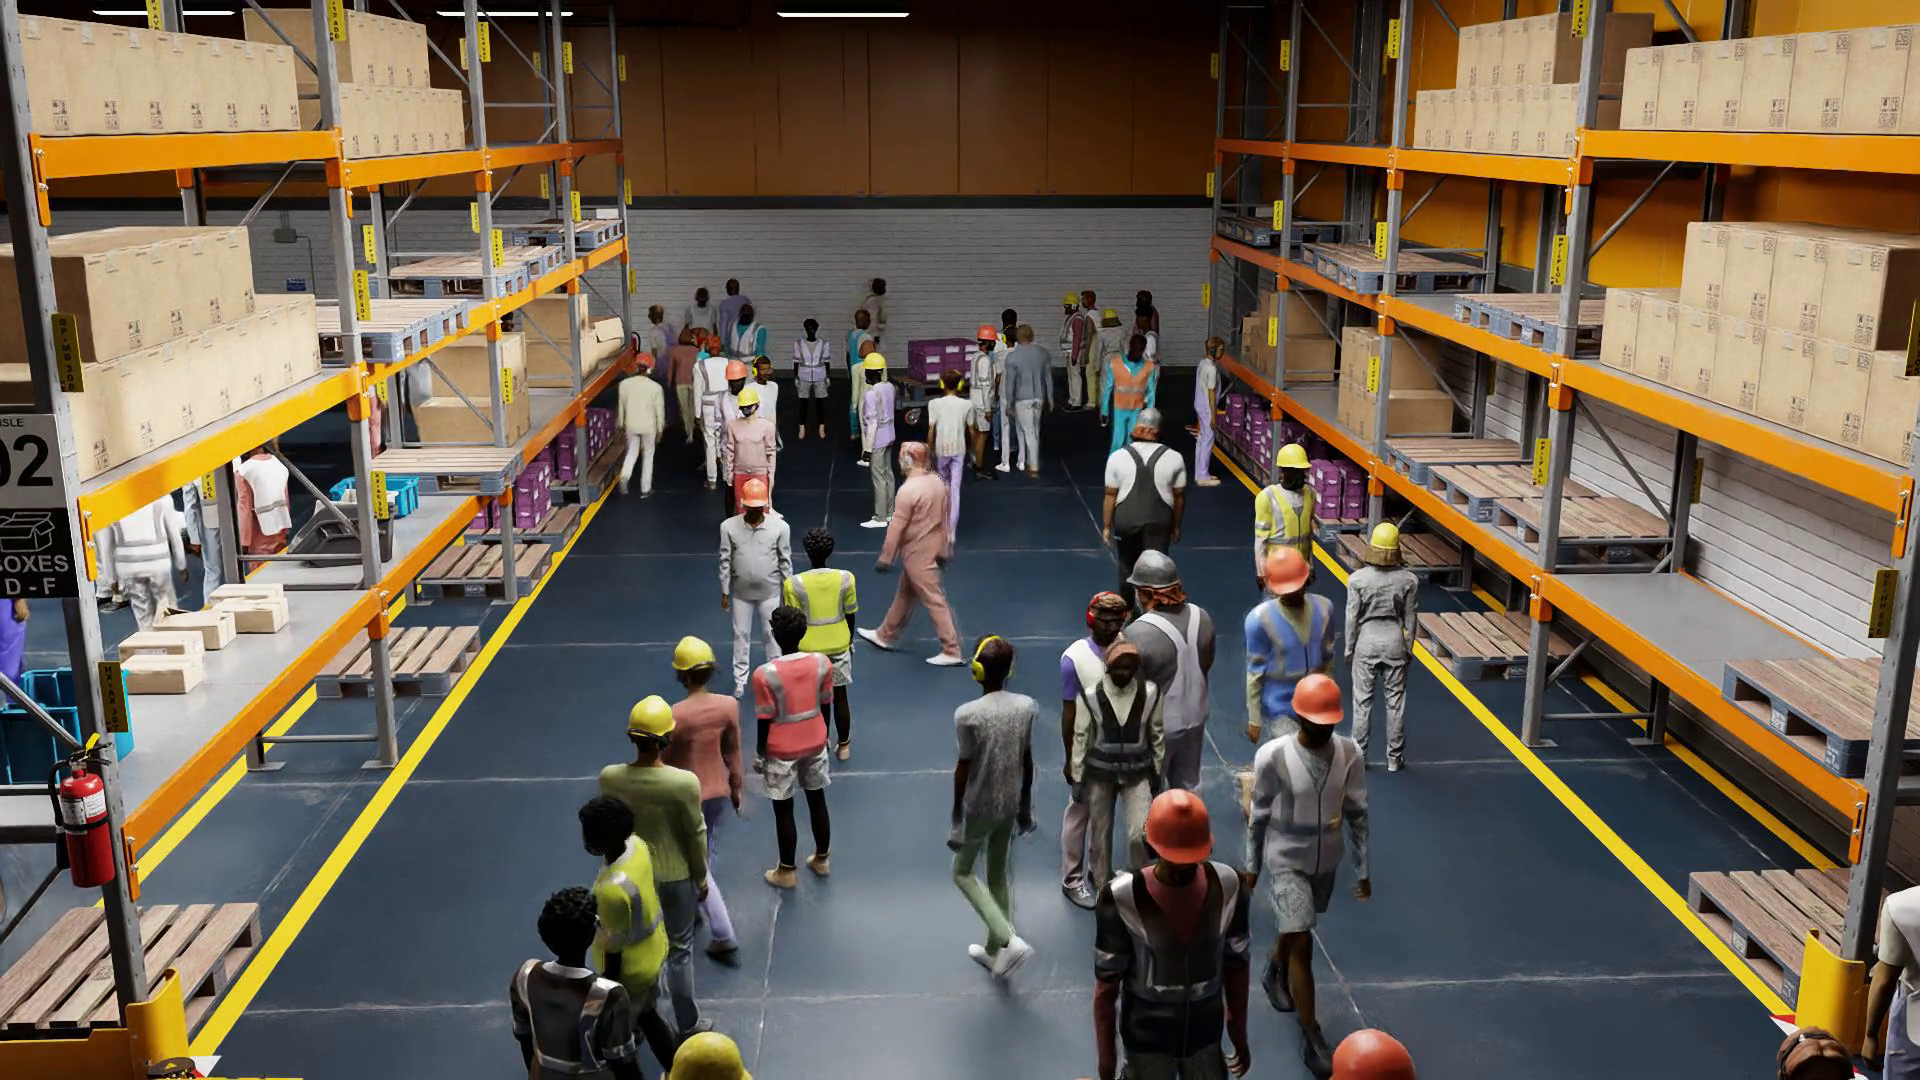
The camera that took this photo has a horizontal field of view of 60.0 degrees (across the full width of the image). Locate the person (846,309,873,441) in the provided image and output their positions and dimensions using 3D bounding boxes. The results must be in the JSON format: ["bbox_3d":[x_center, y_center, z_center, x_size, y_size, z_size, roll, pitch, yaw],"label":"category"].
[{"bbox_3d":[-1.355,-2.265,23.014,0.504,1.839,0.344,13,19,41],"label":"person"}]

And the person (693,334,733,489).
[{"bbox_3d":[-2.940,-1.557,20.139,0.573,1.887,0.355,-6,15,-21],"label":"person"}]

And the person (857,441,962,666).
[{"bbox_3d":[-0.416,0.108,13.694,1.032,1.842,0.640,5,15,19],"label":"person"}]

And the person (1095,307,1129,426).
[{"bbox_3d":[2.206,-2.512,24.189,0.492,1.737,0.337,-3,15,-11],"label":"person"}]

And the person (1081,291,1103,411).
[{"bbox_3d":[2.038,-2.907,25.544,0.385,1.837,0.566,4,15,16],"label":"person"}]

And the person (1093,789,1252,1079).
[{"bbox_3d":[0.819,1.887,6.336,0.619,2.028,0.409,-3,15,-12],"label":"person"}]

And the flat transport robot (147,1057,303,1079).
[{"bbox_3d":[-3.341,2.627,6.935,0.652,0.197,1.431,0,14,0],"label":"flat transport robot"}]

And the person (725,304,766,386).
[{"bbox_3d":[-3.109,-2.499,24.008,0.656,1.807,0.450,5,15,18],"label":"person"}]

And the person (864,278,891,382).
[{"bbox_3d":[-1.429,-3.485,27.881,0.747,1.799,0.645,3,15,11],"label":"person"}]

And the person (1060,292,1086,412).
[{"bbox_3d":[1.722,-2.872,25.425,0.403,1.826,0.592,-1,14,-6],"label":"person"}]

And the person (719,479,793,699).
[{"bbox_3d":[-1.573,0.377,12.835,0.569,1.744,0.350,0,14,-1],"label":"person"}]

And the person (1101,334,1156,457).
[{"bbox_3d":[2.059,-1.547,20.115,0.625,1.885,0.547,-3,15,-11],"label":"person"}]

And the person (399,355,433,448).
[{"bbox_3d":[-6.904,-1.782,21.341,0.583,1.711,0.855,-2,14,-9],"label":"person"}]

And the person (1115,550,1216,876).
[{"bbox_3d":[1.144,1.028,9.682,0.700,2.000,0.536,-10,18,-35],"label":"person"}]

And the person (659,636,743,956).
[{"bbox_3d":[-1.415,1.370,8.975,0.773,1.746,0.524,13,19,42],"label":"person"}]

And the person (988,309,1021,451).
[{"bbox_3d":[0.631,-2.147,22.402,0.587,1.913,0.390,10,17,35],"label":"person"}]

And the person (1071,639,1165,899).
[{"bbox_3d":[0.881,1.345,9.276,0.532,1.621,0.534,0,14,0],"label":"person"}]

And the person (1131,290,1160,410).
[{"bbox_3d":[2.850,-2.927,25.633,0.429,1.835,0.637,4,15,15],"label":"person"}]

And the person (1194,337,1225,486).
[{"bbox_3d":[3.043,-1.565,20.286,0.360,1.834,0.520,-2,14,-6],"label":"person"}]

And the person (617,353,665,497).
[{"bbox_3d":[-3.758,-1.327,19.557,0.593,1.722,0.567,3,15,12],"label":"person"}]

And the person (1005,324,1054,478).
[{"bbox_3d":[0.851,-1.755,20.895,0.651,1.934,0.569,-9,17,-30],"label":"person"}]

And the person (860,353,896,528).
[{"bbox_3d":[-0.907,-1.088,18.213,0.373,1.928,0.584,6,15,21],"label":"person"}]

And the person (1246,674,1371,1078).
[{"bbox_3d":[1.686,1.533,8.018,0.563,1.886,0.986,-3,15,-13],"label":"person"}]

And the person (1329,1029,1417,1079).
[{"bbox_3d":[1.154,2.361,4.660,0.627,1.954,0.960,0,14,1],"label":"person"}]

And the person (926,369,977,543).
[{"bbox_3d":[-0.088,-0.926,17.807,0.545,1.811,0.997,0,14,0],"label":"person"}]

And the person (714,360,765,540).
[{"bbox_3d":[-2.337,-0.944,17.630,0.546,1.939,0.375,1,14,5],"label":"person"}]

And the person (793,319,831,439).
[{"bbox_3d":[-2.065,-2.253,23.248,0.537,1.695,0.320,-1,14,-5],"label":"person"}]

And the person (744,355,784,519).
[{"bbox_3d":[-2.190,-1.131,18.502,0.310,1.868,0.532,12,19,40],"label":"person"}]

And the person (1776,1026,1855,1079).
[{"bbox_3d":[2.674,2.326,5.389,0.517,1.641,0.308,0,14,1],"label":"person"}]

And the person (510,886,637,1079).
[{"bbox_3d":[-1.407,2.088,6.201,0.536,1.700,0.318,6,16,24],"label":"person"}]

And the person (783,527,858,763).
[{"bbox_3d":[-0.962,0.743,11.490,0.539,1.696,0.317,-6,15,-22],"label":"person"}]

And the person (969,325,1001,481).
[{"bbox_3d":[0.312,-1.696,20.607,0.385,1.929,0.543,-3,15,-10],"label":"person"}]

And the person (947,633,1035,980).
[{"bbox_3d":[0.180,1.402,8.580,0.552,1.853,0.479,-10,18,-35],"label":"person"}]

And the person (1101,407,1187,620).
[{"bbox_3d":[1.591,-0.182,14.432,0.725,2.000,1.029,2,14,7],"label":"person"}]

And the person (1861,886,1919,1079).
[{"bbox_3d":[3.836,1.941,6.515,0.560,1.836,0.394,1,14,4],"label":"person"}]

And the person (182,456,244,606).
[{"bbox_3d":[-6.408,-0.096,14.367,0.402,1.908,0.598,7,16,25],"label":"person"}]

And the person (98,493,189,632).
[{"bbox_3d":[-6.425,0.242,13.119,0.611,1.865,0.576,-7,16,-25],"label":"person"}]

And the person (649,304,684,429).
[{"bbox_3d":[-4.170,-2.456,23.799,0.632,1.824,0.527,8,16,29],"label":"person"}]

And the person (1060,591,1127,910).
[{"bbox_3d":[0.780,1.170,9.518,0.572,1.840,0.373,-14,20,-43],"label":"person"}]

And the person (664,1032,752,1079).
[{"bbox_3d":[-0.775,2.325,5.200,0.321,1.737,0.485,6,15,22],"label":"person"}]

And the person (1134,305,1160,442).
[{"bbox_3d":[2.521,-2.202,22.535,0.374,1.957,0.604,2,14,6],"label":"person"}]

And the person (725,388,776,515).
[{"bbox_3d":[-2.127,-0.673,16.911,0.528,1.768,0.313,2,14,8],"label":"person"}]

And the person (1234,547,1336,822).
[{"bbox_3d":[1.947,0.961,10.054,0.636,1.991,0.855,-7,16,-25],"label":"person"}]

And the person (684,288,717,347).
[{"bbox_3d":[-4.166,-3.169,26.699,0.498,1.788,0.979,-6,15,-21],"label":"person"}]

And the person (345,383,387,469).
[{"bbox_3d":[-7.572,-1.871,21.181,0.620,1.986,0.408,3,15,13],"label":"person"}]

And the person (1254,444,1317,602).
[{"bbox_3d":[2.590,0.185,13.212,0.590,1.930,0.358,-9,17,-30],"label":"person"}]

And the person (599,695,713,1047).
[{"bbox_3d":[-1.456,1.597,7.998,0.525,1.769,0.314,2,14,9],"label":"person"}]

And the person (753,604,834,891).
[{"bbox_3d":[-0.969,1.201,9.687,0.540,1.696,0.317,-11,18,-37],"label":"person"}]

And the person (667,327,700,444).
[{"bbox_3d":[-3.782,-2.150,23.072,0.504,1.583,0.893,-5,15,-20],"label":"person"}]

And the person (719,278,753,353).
[{"bbox_3d":[-3.560,-3.188,26.457,0.367,1.933,0.627,13,19,41],"label":"person"}]

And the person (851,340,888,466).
[{"bbox_3d":[-1.166,-1.766,21.460,0.498,1.634,0.283,-7,16,-25],"label":"person"}]

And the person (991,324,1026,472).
[{"bbox_3d":[0.645,-1.799,21.123,0.532,1.868,0.310,-6,15,-21],"label":"person"}]

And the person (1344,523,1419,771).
[{"bbox_3d":[2.879,0.736,11.420,0.483,1.745,0.302,2,14,7],"label":"person"}]

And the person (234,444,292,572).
[{"bbox_3d":[-5.938,-0.066,14.253,0.401,1.907,0.597,3,15,13],"label":"person"}]

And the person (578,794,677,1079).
[{"bbox_3d":[-1.408,1.838,7.254,0.380,1.650,0.685,1,14,3],"label":"person"}]

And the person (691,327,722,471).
[{"bbox_3d":[-3.208,-1.793,21.178,0.388,1.837,0.560,2,14,7],"label":"person"}]
